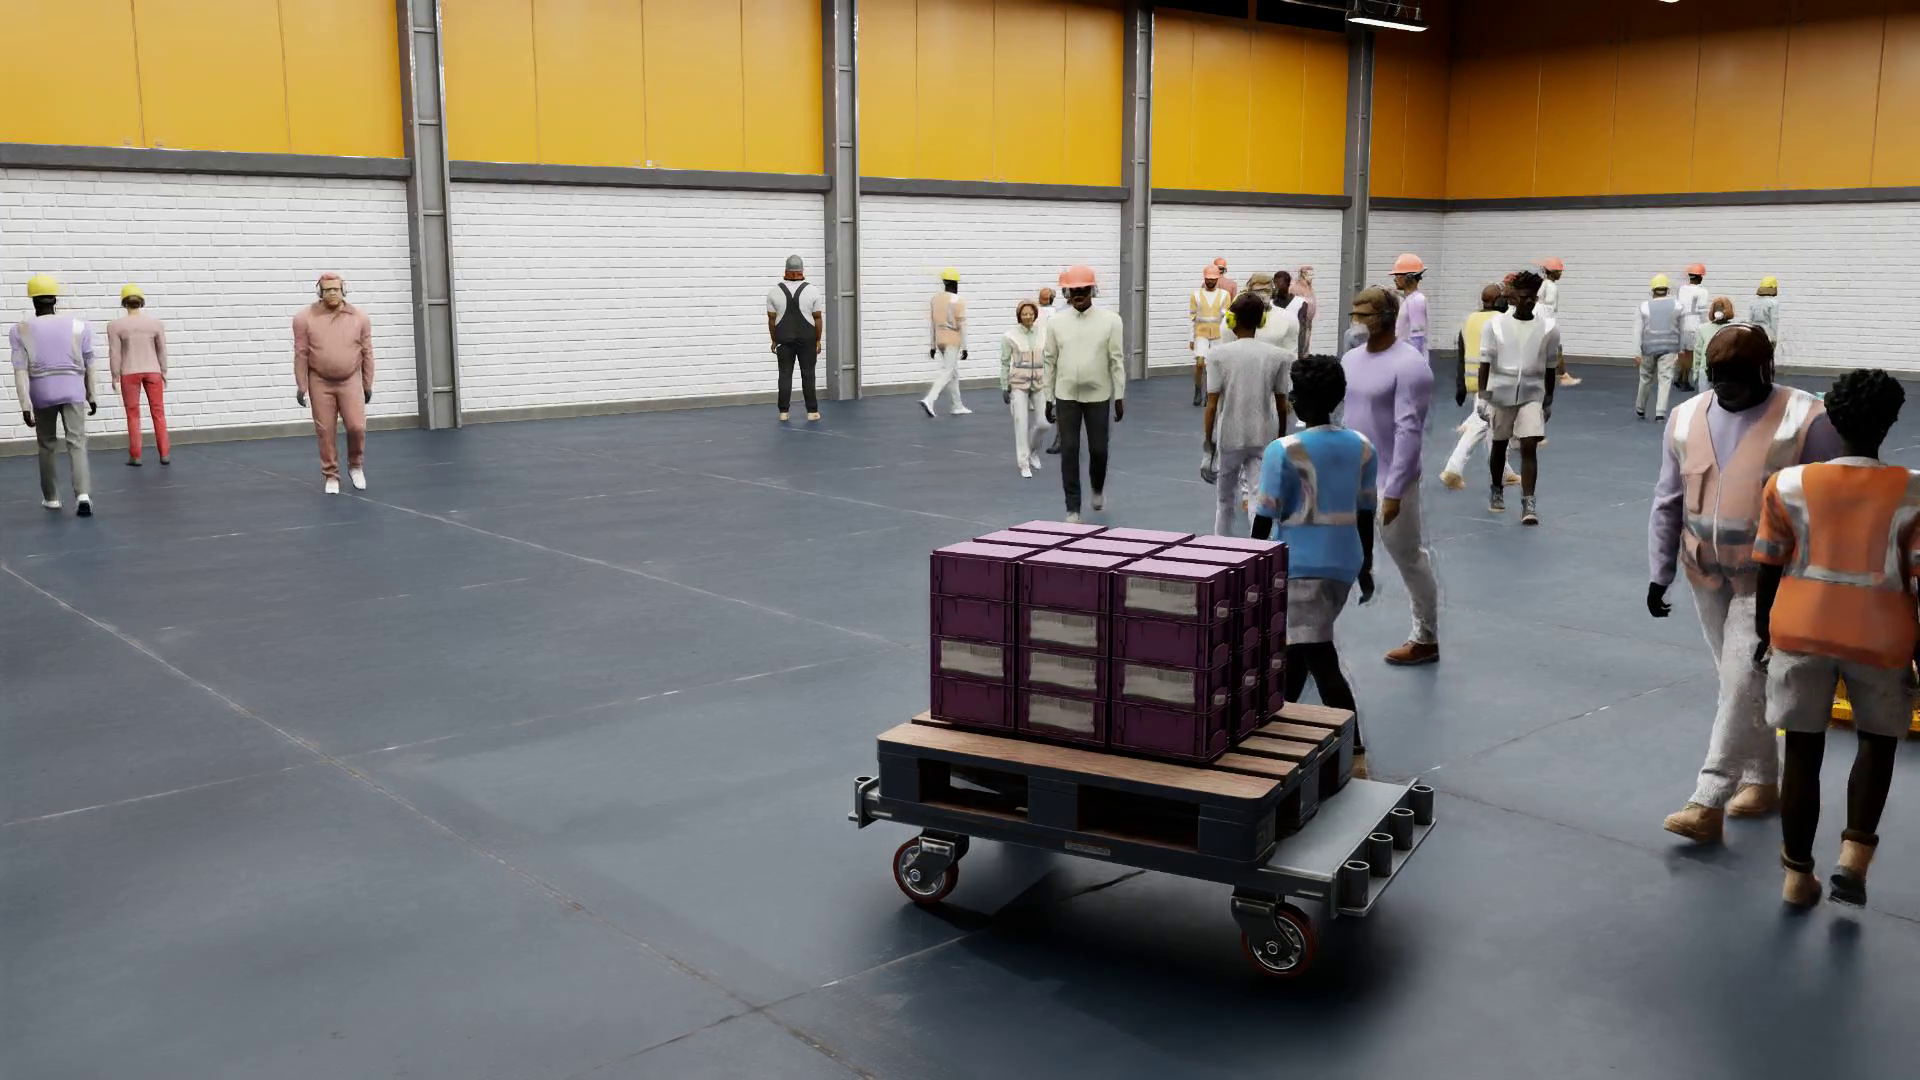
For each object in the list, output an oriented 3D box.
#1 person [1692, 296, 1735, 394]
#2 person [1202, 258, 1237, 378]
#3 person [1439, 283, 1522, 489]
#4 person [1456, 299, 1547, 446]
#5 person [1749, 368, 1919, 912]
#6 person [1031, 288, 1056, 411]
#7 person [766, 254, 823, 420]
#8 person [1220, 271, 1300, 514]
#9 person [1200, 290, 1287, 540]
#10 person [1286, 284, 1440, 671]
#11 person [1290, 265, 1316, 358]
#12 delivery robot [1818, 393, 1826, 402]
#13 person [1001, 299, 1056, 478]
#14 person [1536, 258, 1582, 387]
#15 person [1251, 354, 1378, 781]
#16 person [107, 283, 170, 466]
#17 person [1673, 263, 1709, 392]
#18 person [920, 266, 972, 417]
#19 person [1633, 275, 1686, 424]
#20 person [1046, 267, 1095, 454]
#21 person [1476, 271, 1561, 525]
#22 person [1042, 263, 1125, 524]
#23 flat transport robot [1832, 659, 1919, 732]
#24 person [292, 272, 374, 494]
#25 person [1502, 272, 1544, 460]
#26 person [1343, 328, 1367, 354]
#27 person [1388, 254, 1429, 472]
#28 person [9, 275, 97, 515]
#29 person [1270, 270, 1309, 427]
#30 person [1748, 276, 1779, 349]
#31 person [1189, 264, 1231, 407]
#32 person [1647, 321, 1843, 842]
[{"bbox_3d":[7.889,-1.724,17.289,0.503,1.615,0.640,7,12,36],"label":"person"},{"bbox_3d":[4.268,-3.651,27.449,0.612,1.996,0.389,0,10,-2],"label":"person"},{"bbox_3d":[4.577,-1.335,14.489,0.957,1.803,0.621,-3,10,-17],"label":"person"},{"bbox_3d":[5.775,-1.880,17.669,0.910,1.805,0.617,2,10,12],"label":"person"},{"bbox_3d":[2.705,0.317,5.100,0.550,1.679,0.364,6,12,32],"label":"person"},{"bbox_3d":[1.170,-2.512,21.950,0.539,1.593,0.856,9,13,41],"label":"person"},{"bbox_3d":[-2.024,-2.502,20.587,0.685,2.000,0.537,0,10,2],"label":"person"},{"bbox_3d":[2.375,-1.189,13.303,0.627,1.918,0.751,0,10,1],"label":"person"},{"bbox_3d":[1.675,-0.559,9.858,0.547,1.819,1.002,-1,10,-3],"label":"person"},{"bbox_3d":[1.979,-0.282,8.046,1.007,1.882,0.653,-4,11,-24],"label":"person"},{"bbox_3d":[5.681,-3.680,28.007,0.746,1.872,0.668,7,12,36],"label":"person"},{"bbox_3d":[9.238,-1.335,17.823,0.477,0.478,0.707,0,10,3],"label":"delivery robot"},{"bbox_3d":[0.622,-1.390,15.258,0.542,1.626,0.375,-2,10,-14],"label":"person"},{"bbox_3d":[9.090,-3.349,25.718,1.041,1.995,0.632,0,10,-3],"label":"person"},{"bbox_3d":[1.356,0.106,6.457,0.547,1.648,0.867,-6,11,-31],"label":"person"},{"bbox_3d":[-7.936,-1.595,16.090,0.532,1.766,0.331,-8,12,-38],"label":"person"},{"bbox_3d":[10.935,-3.171,24.854,0.421,1.920,0.571,-5,11,-28],"label":"person"},{"bbox_3d":[-0.182,-2.500,21.012,0.887,1.900,0.595,-9,13,-42],"label":"person"},{"bbox_3d":[8.534,-2.330,20.330,0.598,1.785,0.890,3,10,19],"label":"person"},{"bbox_3d":[1.230,-1.861,17.223,0.544,1.915,0.858,8,12,38],"label":"person"},{"bbox_3d":[4.283,-1.105,12.808,0.609,1.917,1.021,2,10,13],"label":"person"},{"bbox_3d":[0.929,-1.099,12.559,0.630,1.972,0.622,2,10,10],"label":"person"},{"bbox_3d":[4.344,0.612,7.532,0.652,0.197,1.431,8,13,40],"label":"flat transport robot"},{"bbox_3d":[-5.317,-1.324,14.154,0.651,1.892,0.433,-4,11,-23],"label":"person"},{"bbox_3d":[5.506,-1.734,16.596,0.597,1.867,0.495,3,10,16],"label":"person"},{"bbox_3d":[3.866,-1.466,15.713,0.500,1.633,0.281,3,10,15],"label":"person"},{"bbox_3d":[4.136,-1.622,15.432,0.392,2.041,0.615,2,10,11],"label":"person"},{"bbox_3d":[-7.091,-1.136,13.066,0.588,1.886,0.970,-6,12,-33],"label":"person"},{"bbox_3d":[3.829,-2.221,19.484,0.588,1.868,1.031,7,12,37],"label":"person"},{"bbox_3d":[11.304,-2.833,23.395,0.317,1.743,0.488,-4,10,-21],"label":"person"},{"bbox_3d":[3.334,-2.718,22.207,0.537,1.915,0.516,1,10,5],"label":"person"},{"bbox_3d":[2.685,0.145,5.812,0.876,1.791,0.653,-6,12,-32],"label":"person"}]
